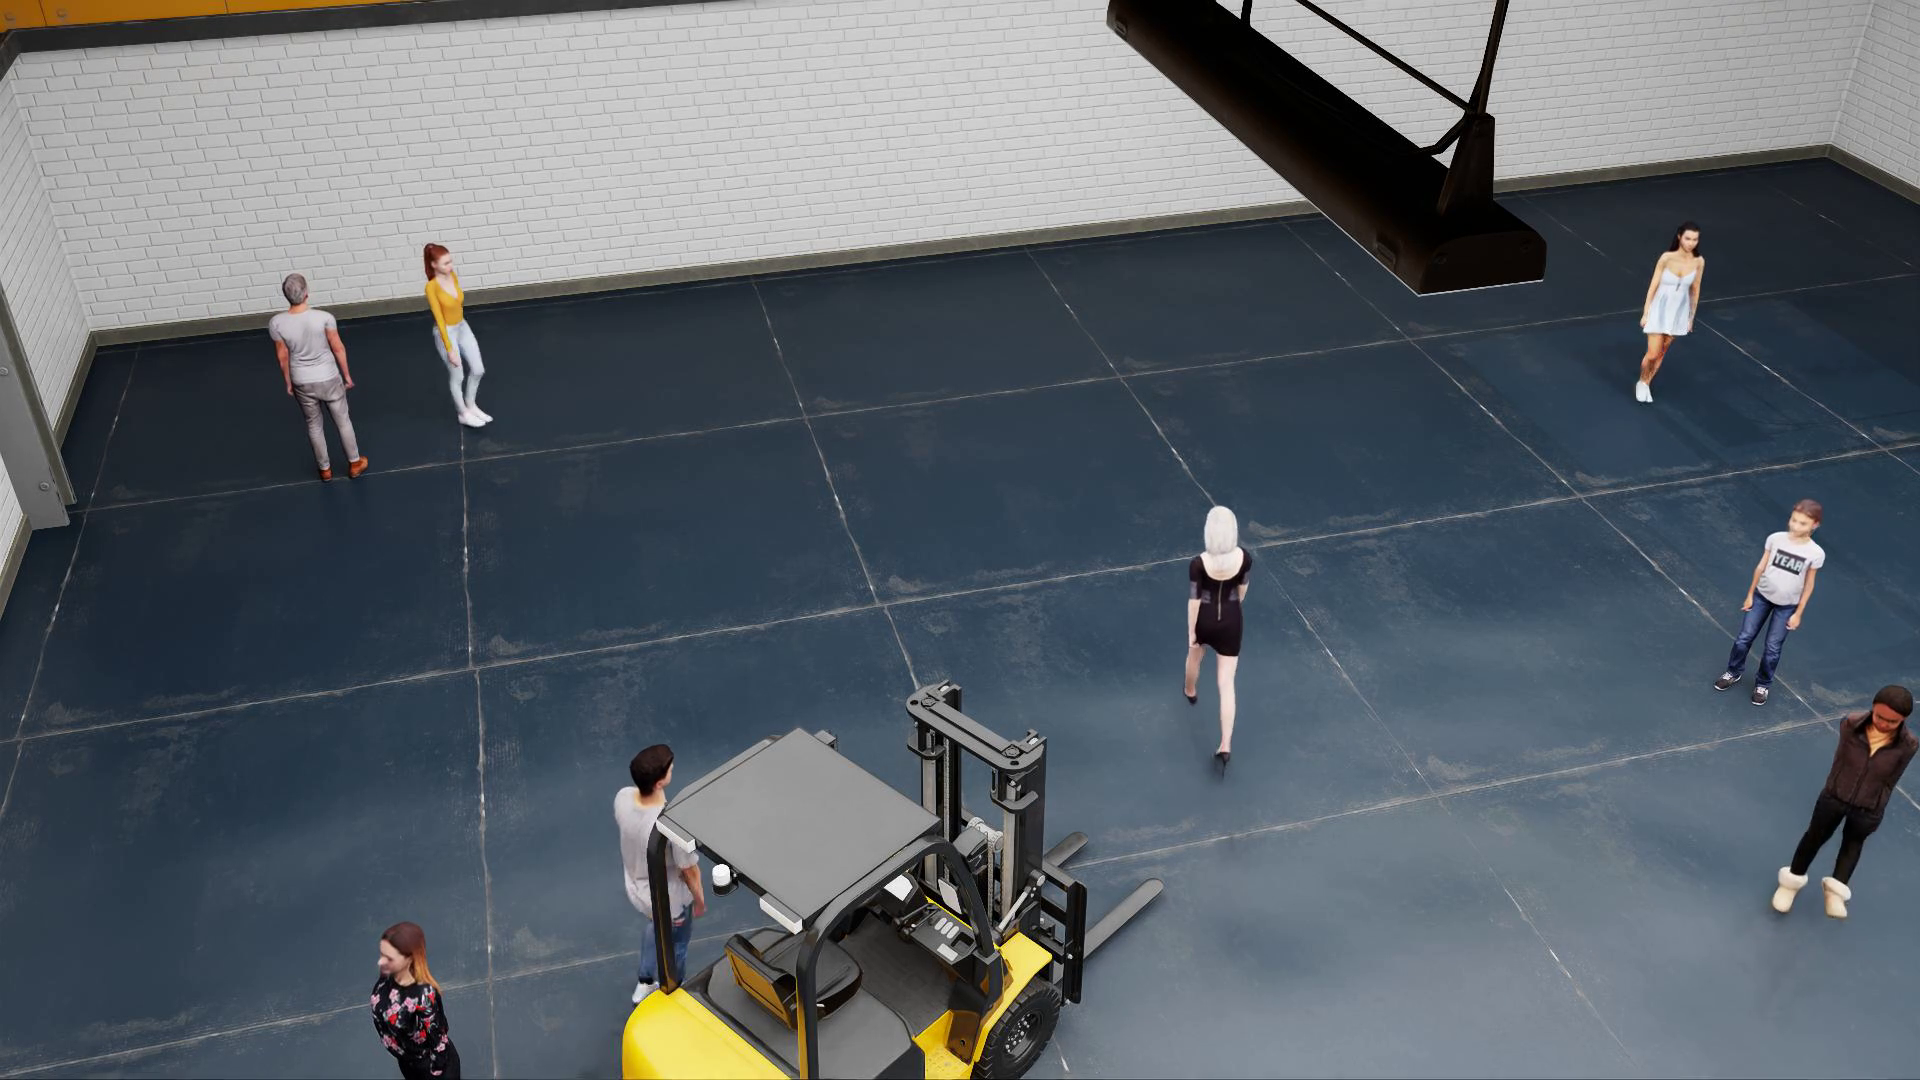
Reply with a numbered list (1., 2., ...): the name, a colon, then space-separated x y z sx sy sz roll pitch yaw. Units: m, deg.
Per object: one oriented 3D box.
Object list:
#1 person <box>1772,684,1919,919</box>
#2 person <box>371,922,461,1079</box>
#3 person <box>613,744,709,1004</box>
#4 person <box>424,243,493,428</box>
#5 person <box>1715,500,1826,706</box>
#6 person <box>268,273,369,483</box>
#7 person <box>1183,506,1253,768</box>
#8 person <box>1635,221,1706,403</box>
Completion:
1. person: 5.069 1.545 9.505 0.814 1.661 0.855 13 36 19
2. person: -2.596 2.482 8.076 0.613 1.682 0.707 25 41 33
3. person: -1.649 1.877 8.812 0.837 1.875 0.904 20 38 27
4. person: -4.463 -1.748 14.389 0.751 1.739 0.677 13 36 19
5. person: 5.560 0.396 11.323 0.609 1.563 0.689 25 41 33
6. person: -5.285 -1.319 13.660 0.706 1.831 0.573 -6 34 -8
7. person: 1.690 0.639 10.760 0.729 1.781 1.214 -3 34 -4
8. person: 6.302 -2.067 14.883 0.671 1.723 0.658 1 34 1
